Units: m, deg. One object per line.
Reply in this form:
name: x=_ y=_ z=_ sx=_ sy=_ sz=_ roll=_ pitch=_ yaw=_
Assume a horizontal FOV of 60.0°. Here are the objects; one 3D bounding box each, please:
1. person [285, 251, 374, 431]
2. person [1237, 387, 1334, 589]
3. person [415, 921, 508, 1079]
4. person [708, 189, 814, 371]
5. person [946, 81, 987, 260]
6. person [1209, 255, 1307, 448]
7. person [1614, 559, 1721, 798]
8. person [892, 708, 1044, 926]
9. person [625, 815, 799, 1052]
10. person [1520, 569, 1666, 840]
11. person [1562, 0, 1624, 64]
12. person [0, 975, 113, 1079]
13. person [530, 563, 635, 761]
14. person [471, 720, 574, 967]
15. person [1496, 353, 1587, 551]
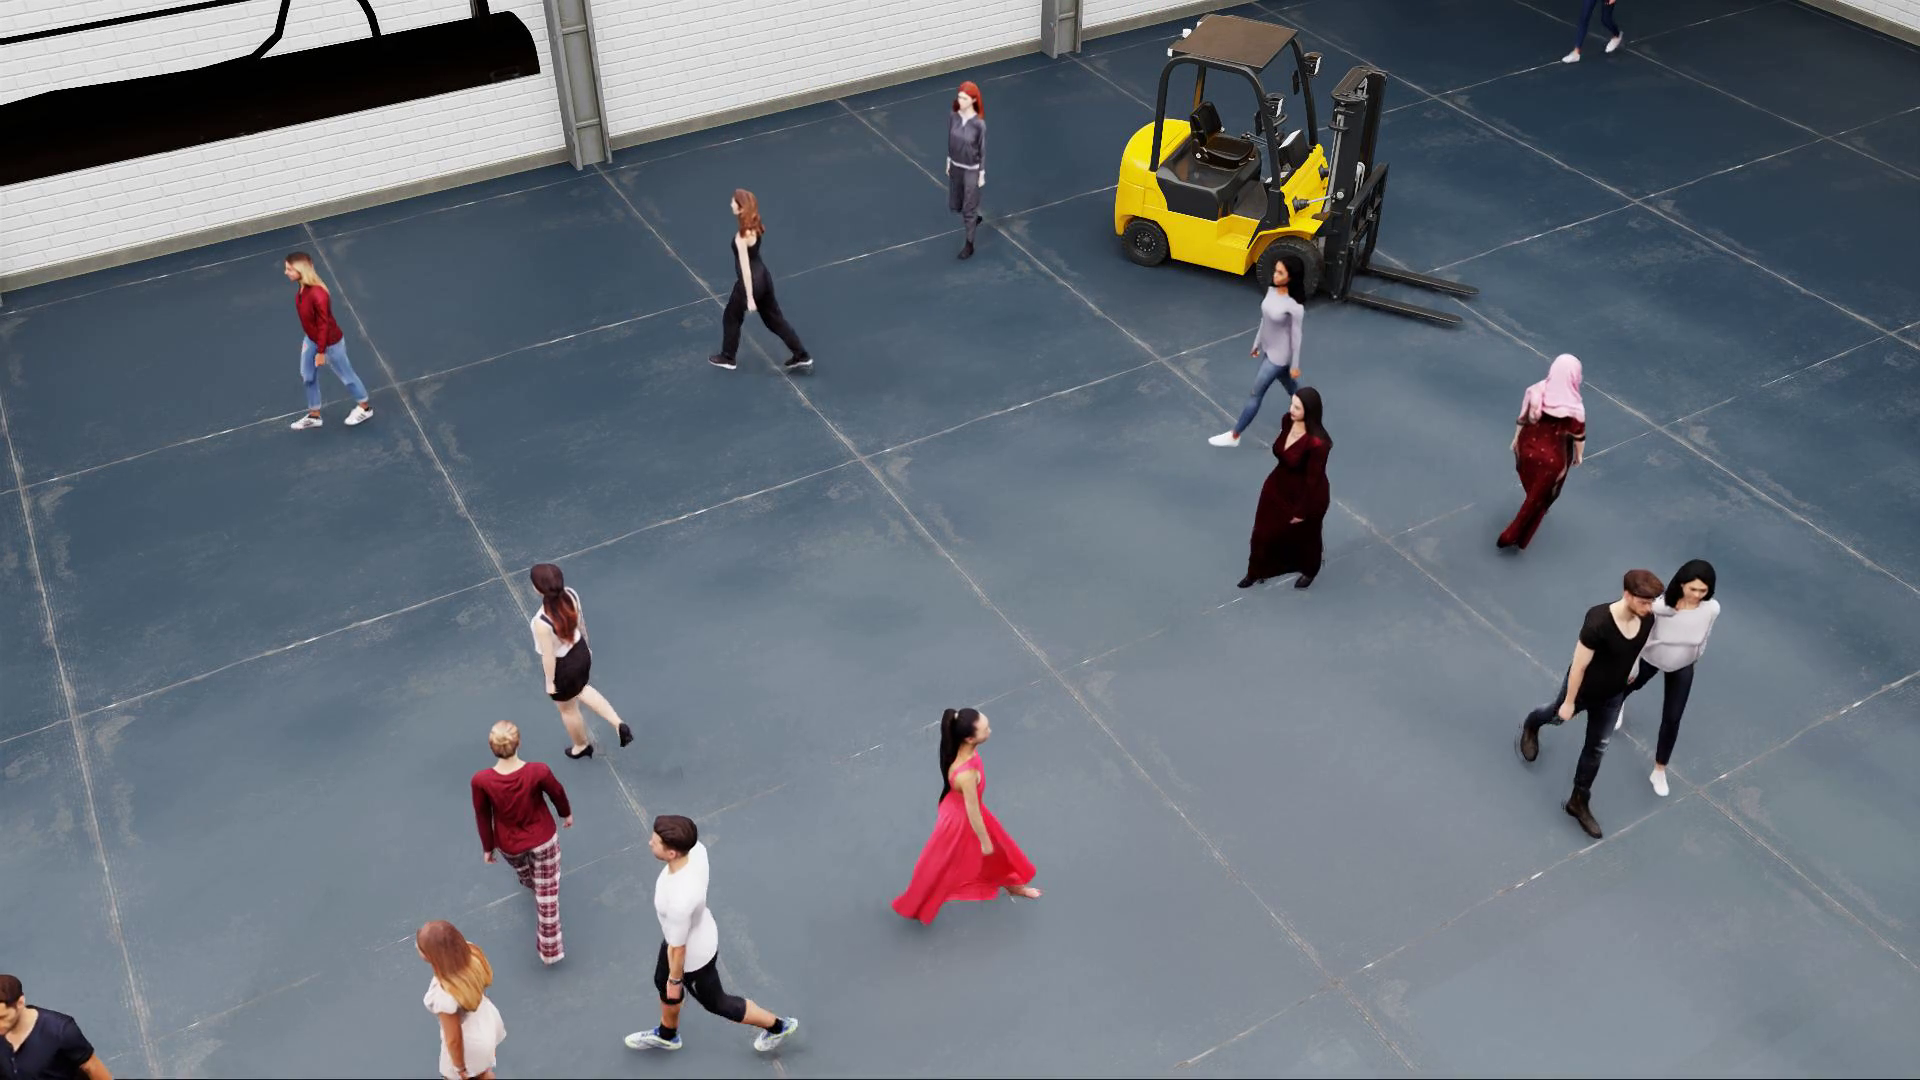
person: x=-5.088 y=-1.632 z=13.521 sx=0.930 sy=1.610 sz=0.730 roll=-31 pitch=48 yaw=-33
person: x=2.481 y=-0.358 z=11.829 sx=0.798 sy=1.729 sz=0.645 roll=-21 pitch=43 yaw=-24
person: x=-2.372 y=2.489 z=8.305 sx=0.924 sy=1.679 sz=0.838 roll=5 pitch=39 yaw=7
person: x=-1.651 y=-2.145 z=14.088 sx=1.194 sy=1.702 sz=1.110 roll=8 pitch=39 yaw=10
person: x=0.110 y=-3.533 z=15.775 sx=0.732 sy=1.767 sz=0.816 roll=26 pitch=45 yaw=28
person: x=2.621 y=-1.490 z=13.286 sx=1.249 sy=1.682 sz=0.832 roll=-10 pitch=40 yaw=-13
person: x=4.442 y=0.722 z=10.547 sx=1.153 sy=1.642 sz=1.151 roll=5 pitch=39 yaw=7
person: x=-0.089 y=1.616 z=9.404 sx=1.205 sy=1.671 sz=0.929 roll=-3 pitch=39 yaw=-3
person: x=-1.310 y=2.112 z=8.660 sx=1.290 sy=1.824 sz=1.022 roll=-3 pitch=39 yaw=-4
person: x=3.837 y=0.845 z=10.224 sx=1.238 sy=1.854 sz=0.998 roll=-8 pitch=39 yaw=-10
person: x=7.602 y=-6.457 z=19.452 sx=1.074 sy=1.747 sz=0.599 roll=-20 pitch=43 yaw=-23
person: x=-4.254 y=2.611 z=8.021 sx=0.771 sy=1.842 sz=0.838 roll=7 pitch=39 yaw=8
person: x=-2.388 y=0.816 z=10.431 sx=0.847 sy=1.641 sz=0.799 roll=12 pitch=40 yaw=15
person: x=-2.421 y=1.715 z=9.287 sx=1.071 sy=1.663 sz=0.937 roll=-7 pitch=39 yaw=-8
person: x=4.261 y=-0.611 z=12.260 sx=1.120 sy=1.587 sz=0.786 roll=-30 pitch=47 yaw=-32
